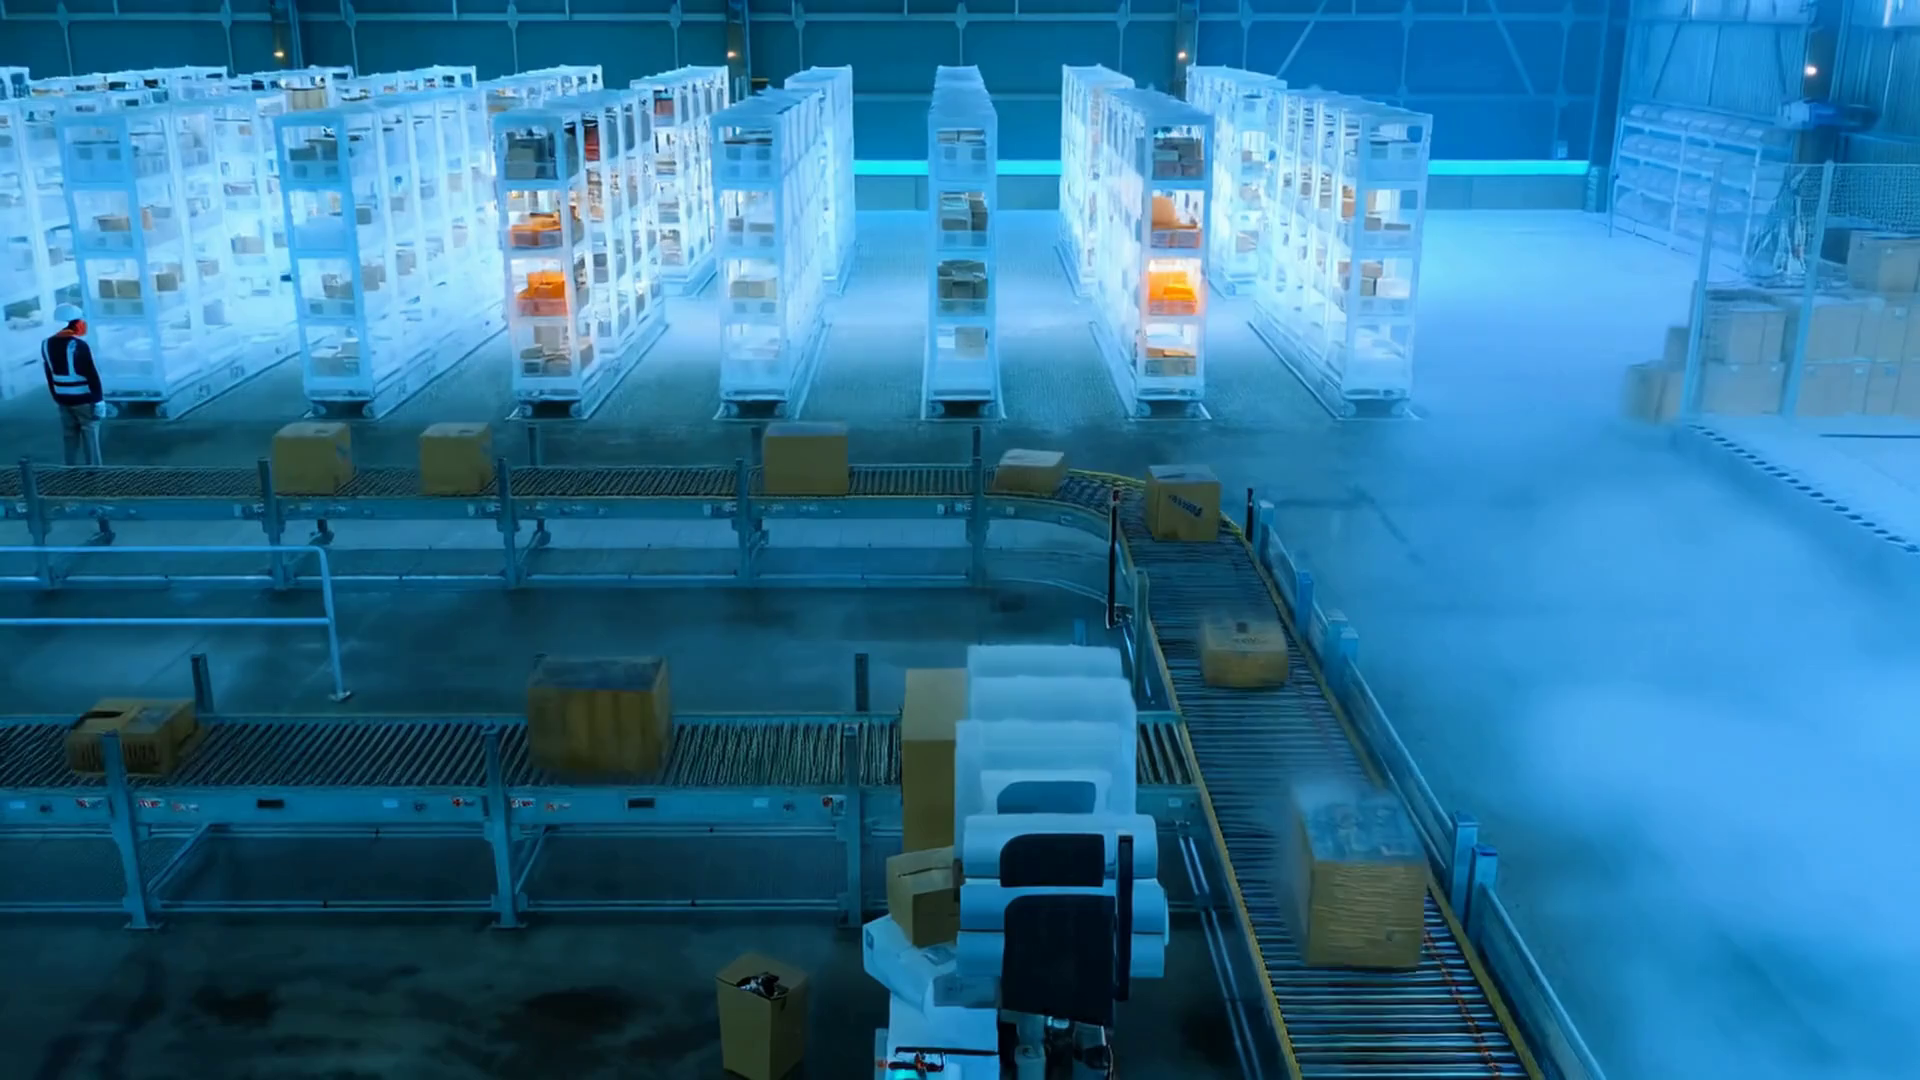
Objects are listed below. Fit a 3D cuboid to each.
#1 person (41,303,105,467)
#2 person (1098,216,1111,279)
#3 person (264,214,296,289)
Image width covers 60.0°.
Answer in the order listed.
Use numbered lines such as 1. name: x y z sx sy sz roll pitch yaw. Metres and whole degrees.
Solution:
1. person: -8.976 -1.439 16.937 0.602 1.938 0.402 7 19 20
2. person: 2.391 -4.491 26.509 0.388 1.837 0.560 -14 23 -37
3. person: -11.125 -4.688 27.164 0.775 1.805 0.596 -3 18 -10
